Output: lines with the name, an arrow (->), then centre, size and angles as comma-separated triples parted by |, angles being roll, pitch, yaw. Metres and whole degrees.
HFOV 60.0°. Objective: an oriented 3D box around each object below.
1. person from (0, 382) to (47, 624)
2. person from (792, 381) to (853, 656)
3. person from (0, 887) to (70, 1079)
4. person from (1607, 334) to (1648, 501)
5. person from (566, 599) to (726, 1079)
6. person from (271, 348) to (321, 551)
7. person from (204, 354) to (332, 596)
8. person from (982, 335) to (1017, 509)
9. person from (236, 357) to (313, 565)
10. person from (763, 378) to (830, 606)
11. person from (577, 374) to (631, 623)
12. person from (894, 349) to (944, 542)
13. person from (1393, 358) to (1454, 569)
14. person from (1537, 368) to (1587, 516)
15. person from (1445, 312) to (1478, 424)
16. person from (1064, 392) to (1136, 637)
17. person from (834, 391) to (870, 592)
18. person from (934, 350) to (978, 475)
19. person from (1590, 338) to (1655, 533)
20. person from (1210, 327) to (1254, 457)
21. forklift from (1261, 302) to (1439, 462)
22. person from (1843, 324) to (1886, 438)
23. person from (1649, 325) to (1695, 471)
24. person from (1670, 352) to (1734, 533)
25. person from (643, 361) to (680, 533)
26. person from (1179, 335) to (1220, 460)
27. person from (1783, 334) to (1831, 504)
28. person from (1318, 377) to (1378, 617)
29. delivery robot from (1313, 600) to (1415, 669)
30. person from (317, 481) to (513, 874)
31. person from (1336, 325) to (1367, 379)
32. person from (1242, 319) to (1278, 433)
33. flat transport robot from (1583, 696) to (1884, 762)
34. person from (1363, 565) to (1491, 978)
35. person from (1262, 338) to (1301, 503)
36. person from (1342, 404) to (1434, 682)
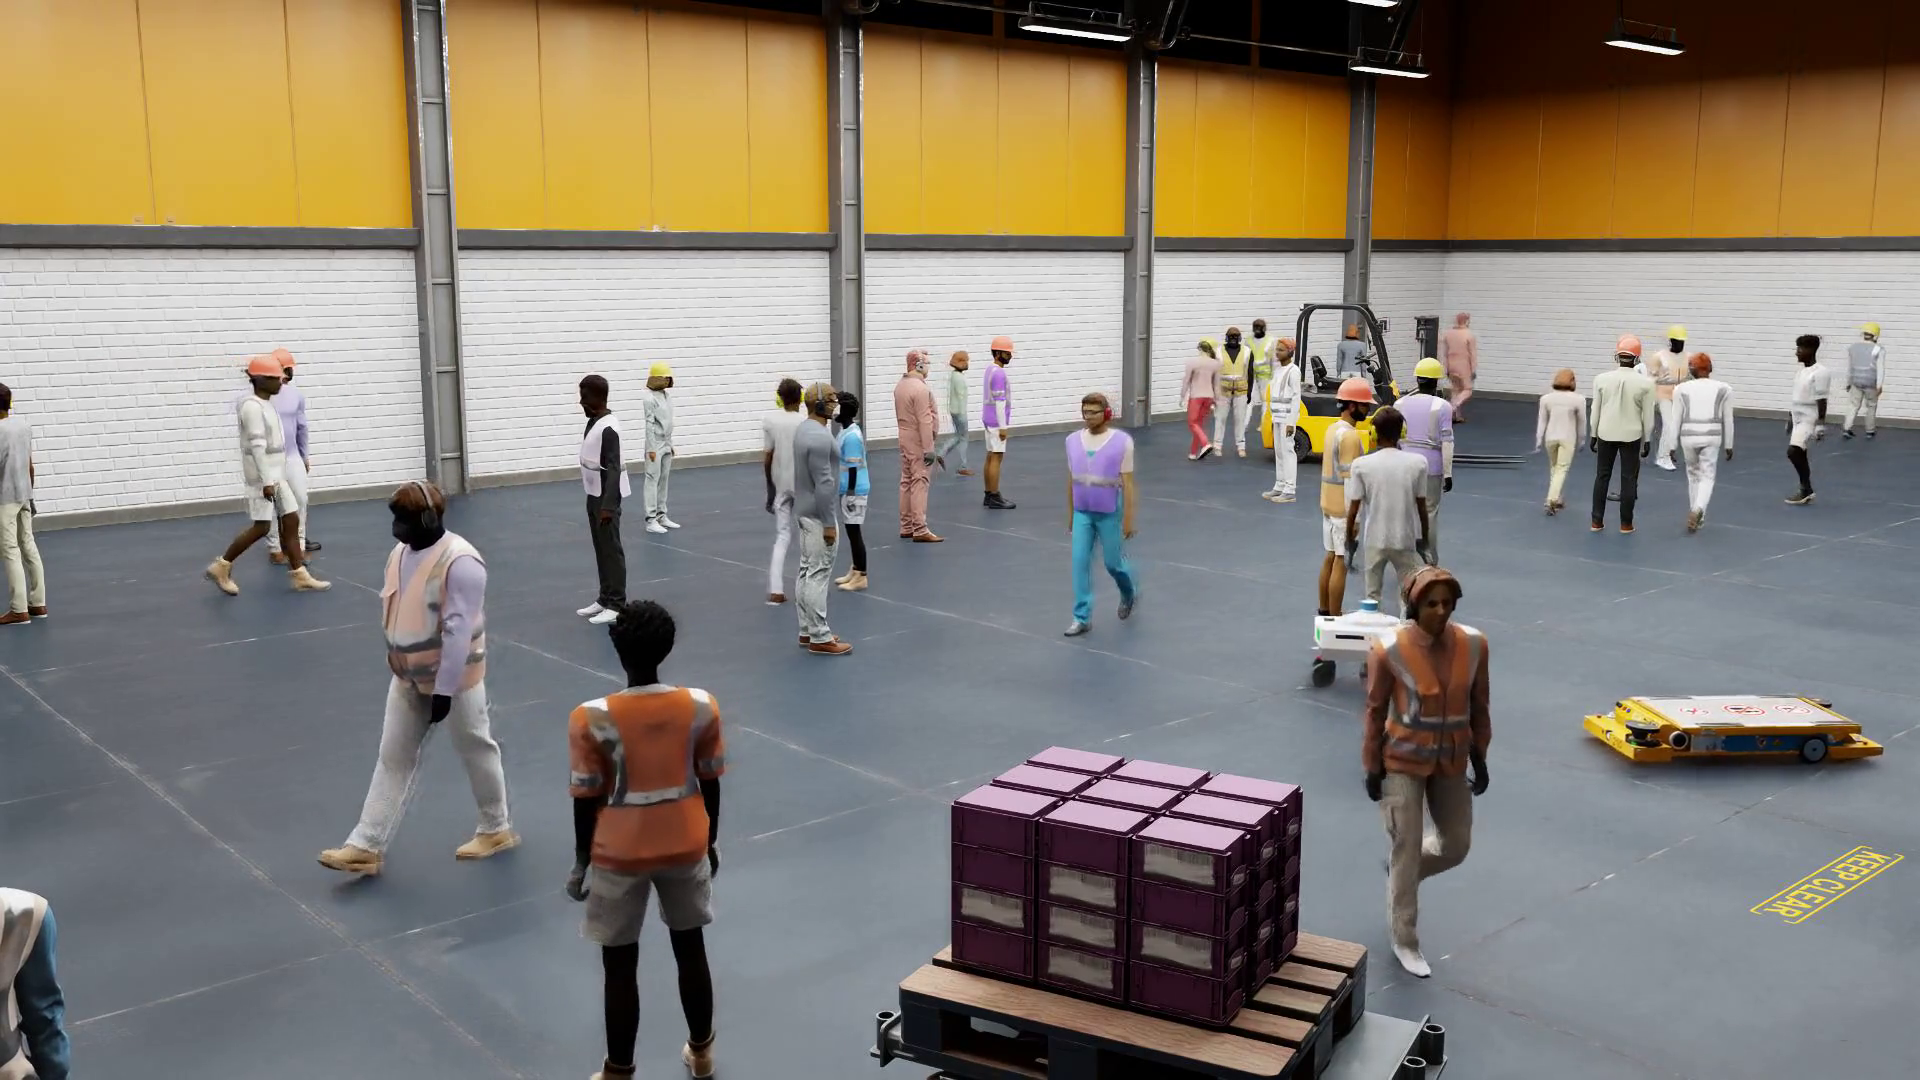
person -> -7.292, -0.280, 12.746 | 0.329, 1.865, 0.511 | 1, 10, 7
person -> -0.997, -0.155, 11.792 | 0.371, 1.941, 0.627 | -3, 10, -18
person -> -2.300, 1.362, 3.785 | 0.513, 1.641, 0.307 | -7, 12, -36
person -> 7.674, -1.401, 19.122 | 0.378, 1.928, 0.542 | 6, 12, 33
person -> -1.035, 1.037, 5.539 | 0.540, 1.697, 0.318 | -6, 11, -30
person -> -6.407, -0.847, 15.835 | 0.546, 1.942, 0.353 | 5, 11, 27
person -> -5.780, -0.531, 13.768 | 0.898, 2.018, 0.632 | -1, 10, -4
person -> 0.439, -1.316, 18.608 | 0.376, 1.933, 0.545 | -2, 10, -9
person -> -6.140, -0.697, 15.017 | 0.662, 1.915, 0.726 | -9, 13, -42
person -> -1.324, -0.385, 13.499 | 0.579, 1.841, 0.589 | 2, 10, 9
person -> -2.752, -0.323, 12.841 | 0.392, 1.917, 0.592 | -5, 11, -26
person -> -0.405, -0.933, 16.435 | 0.411, 1.910, 0.643 | -4, 11, -24
person -> 4.070, -0.636, 14.635 | 0.586, 1.928, 0.369 | 9, 13, 43
person -> 6.548, -1.076, 18.172 | 0.502, 1.600, 0.788 | 8, 13, 39
person -> 8.342, -2.862, 27.801 | 0.539, 1.892, 0.651 | -6, 11, -30
person -> 1.071, -0.217, 12.509 | 0.576, 1.819, 0.801 | 6, 11, 32
person -> -0.927, -0.412, 14.035 | 0.322, 1.694, 0.538 | -2, 10, -9
person -> -0.043, -1.624, 21.329 | 0.465, 1.617, 0.513 | -2, 10, -13
person -> 6.737, -1.056, 16.944 | 0.619, 1.989, 0.396 | 6, 11, 31
person -> 3.804, -2.068, 23.321 | 0.622, 1.835, 0.430 | 0, 10, 3
forklift -> 5.320, -2.157, 22.763 | 2.313, 2.155, 1.214 | 3, 10, 16
person -> 13.985, -2.441, 25.667 | 0.761, 1.776, 0.629 | -7, 12, -36
person -> 9.428, -1.862, 21.884 | 0.594, 1.896, 0.791 | -2, 10, -10
person -> 7.541, -0.984, 16.924 | 0.610, 1.844, 0.831 | 4, 11, 23
person -> -3.060, -0.956, 17.050 | 0.311, 1.744, 0.486 | 3, 10, 18
person -> 3.324, -1.937, 22.801 | 0.566, 1.727, 0.548 | -4, 10, -20
person -> 9.504, -1.351, 18.775 | 0.479, 1.939, 0.638 | 0, 10, 3
person -> 2.850, -0.229, 12.235 | 0.376, 1.932, 0.551 | -1, 10, -3
delivery robot -> 2.683, 0.637, 10.923 | 0.707, 0.478, 0.477 | 2, 10, 13
person -> -2.461, 0.644, 7.536 | 0.627, 1.797, 0.932 | 7, 12, 34
person -> 6.716, -2.867, 28.557 | 0.507, 1.633, 0.277 | 3, 10, 16
person -> 4.704, -2.587, 26.411 | 0.654, 1.802, 0.901 | 5, 11, 28
flat transport robot -> 4.403, 1.067, 9.508 | 1.431, 0.197, 0.652 | 0, 10, -4
person -> 1.821, 0.880, 6.640 | 0.519, 1.623, 0.503 | -2, 10, -13
person -> 3.712, -1.373, 19.080 | 0.344, 1.882, 0.584 | -2, 10, -9
person -> 2.799, 0.042, 10.878 | 0.579, 1.858, 0.459 | 2, 10, 10
